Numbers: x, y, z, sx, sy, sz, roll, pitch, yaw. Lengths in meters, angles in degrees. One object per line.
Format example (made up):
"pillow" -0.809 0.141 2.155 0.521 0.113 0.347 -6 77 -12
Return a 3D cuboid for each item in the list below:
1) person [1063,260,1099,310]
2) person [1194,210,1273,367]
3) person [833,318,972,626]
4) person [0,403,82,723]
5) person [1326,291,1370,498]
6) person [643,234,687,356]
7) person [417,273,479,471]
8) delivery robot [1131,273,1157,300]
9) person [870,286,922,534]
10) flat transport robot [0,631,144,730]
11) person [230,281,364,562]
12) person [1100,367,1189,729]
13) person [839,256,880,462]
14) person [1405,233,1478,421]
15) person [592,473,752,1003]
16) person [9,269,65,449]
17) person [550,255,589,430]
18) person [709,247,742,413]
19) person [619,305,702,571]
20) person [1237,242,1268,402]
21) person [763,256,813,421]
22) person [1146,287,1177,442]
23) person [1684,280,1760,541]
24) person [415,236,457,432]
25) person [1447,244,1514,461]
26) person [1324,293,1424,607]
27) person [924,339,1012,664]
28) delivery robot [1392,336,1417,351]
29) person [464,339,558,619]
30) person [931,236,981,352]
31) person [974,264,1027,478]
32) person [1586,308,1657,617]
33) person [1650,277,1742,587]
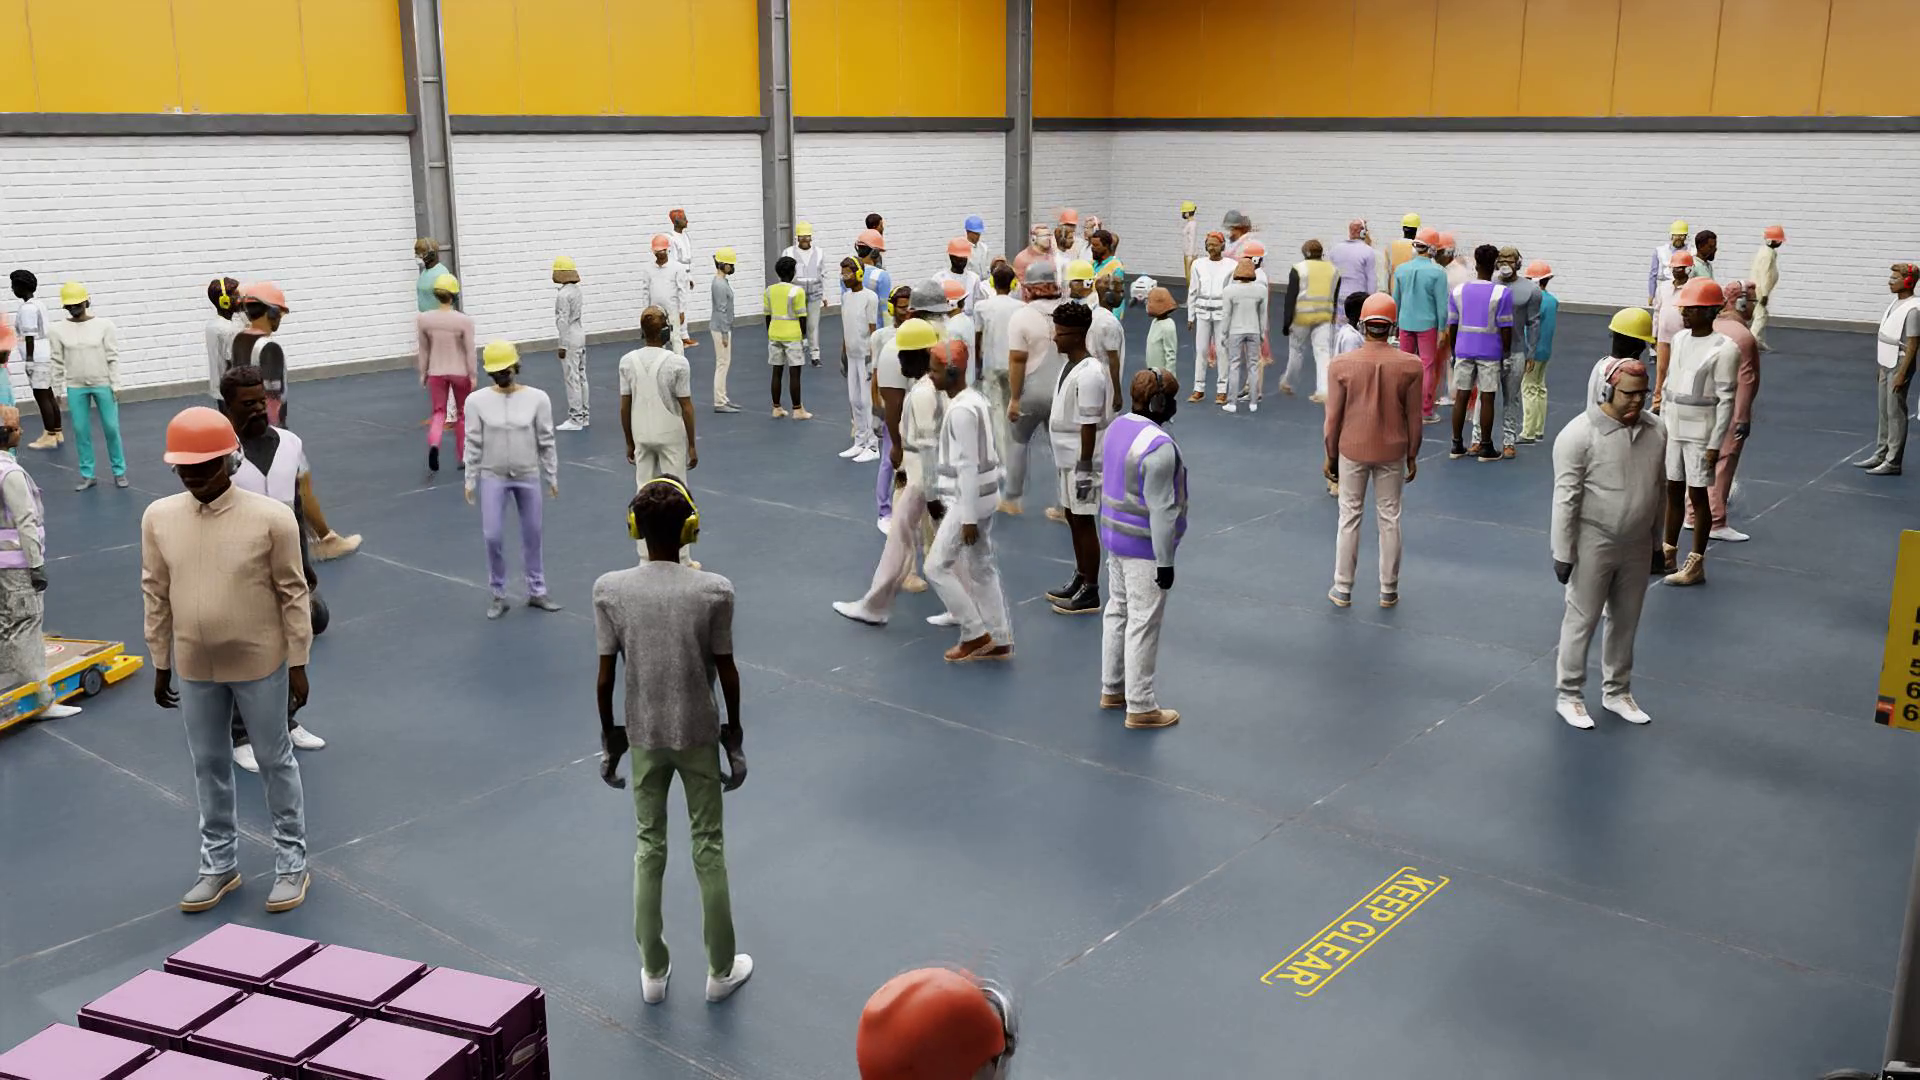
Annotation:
"person" 1.114 -1.625 15.112 0.403 1.824 0.601 -7 16 -27
"person" 3.506 -3.177 20.870 1.039 2.000 0.690 -6 15 -22
"person" -0.318 -0.390 10.041 0.926 1.882 0.600 4 15 14
"person" -4.832 0.122 8.499 0.512 1.641 0.309 10 17 35
"person" 3.189 -1.190 13.630 0.318 1.693 0.539 2 14 9
"person" -3.521 -2.753 19.777 0.566 1.744 0.349 4 15 17
"person" -4.477 -1.443 14.529 0.532 1.744 0.620 0 14 1
"delivery robot" 3.094 -4.250 27.979 0.477 0.478 0.707 4 15 15
"person" -0.437 -0.966 12.401 0.510 1.862 0.320 -7 16 -26
"flat transport robot" -5.021 0.775 8.665 0.652 0.197 1.431 3 14 11
"person" -4.713 -0.762 11.361 0.606 1.976 1.012 11 18 37
"person" 0.937 0.035 8.470 0.431 1.835 0.623 -5 15 -18
"person" -0.925 -1.643 15.125 0.344 1.857 0.516 -11 18 -38
"person" 4.986 -2.159 17.036 0.980 1.925 0.703 -4 15 -17
"person" -0.992 0.695 5.741 0.521 1.873 0.334 1 14 4
"person" -8.719 -1.708 15.721 0.319 1.689 0.539 -4 15 -17
"person" -3.928 -1.980 16.707 0.314 1.737 0.487 1 14 5
"person" -2.487 -2.218 17.627 0.342 1.753 0.532 -2 14 -8
"person" -2.007 -0.647 11.154 0.513 1.845 0.335 3 14 13
"person" 3.215 -2.407 18.375 0.329 1.751 0.571 0 14 0
"person" -1.786 -2.078 17.174 0.532 1.697 0.322 9 17 32
"person" 1.740 -1.392 14.561 0.274 1.632 0.508 -3 14 -10
"person" 5.654 -0.954 12.259 0.409 1.905 0.651 -1 14 -3
"person" -5.212 -2.041 16.547 0.373 1.936 0.629 -9 17 -32
"person" 4.720 -1.696 15.105 0.606 1.965 0.367 11 18 38
"person" 2.593 -0.554 10.481 0.608 1.995 0.377 2 14 7
"person" 0.059 -0.186 9.291 0.515 1.854 0.623 1 14 6
"delivery robot" 5.684 -2.577 21.292 0.477 0.478 0.707 4 15 16
"person" -2.767 -0.377 10.268 0.560 1.751 0.393 -4 15 -17
"person" -0.024 -2.044 16.551 0.544 1.938 0.356 -8 16 -28
"person" 0.349 -1.500 14.605 0.480 1.821 0.891 -2 14 -8
"person" 4.067 -0.489 10.378 0.382 1.917 0.585 4 15 17
"person" 4.821 -0.711 11.009 0.382 2.045 0.605 -4 15 -15
